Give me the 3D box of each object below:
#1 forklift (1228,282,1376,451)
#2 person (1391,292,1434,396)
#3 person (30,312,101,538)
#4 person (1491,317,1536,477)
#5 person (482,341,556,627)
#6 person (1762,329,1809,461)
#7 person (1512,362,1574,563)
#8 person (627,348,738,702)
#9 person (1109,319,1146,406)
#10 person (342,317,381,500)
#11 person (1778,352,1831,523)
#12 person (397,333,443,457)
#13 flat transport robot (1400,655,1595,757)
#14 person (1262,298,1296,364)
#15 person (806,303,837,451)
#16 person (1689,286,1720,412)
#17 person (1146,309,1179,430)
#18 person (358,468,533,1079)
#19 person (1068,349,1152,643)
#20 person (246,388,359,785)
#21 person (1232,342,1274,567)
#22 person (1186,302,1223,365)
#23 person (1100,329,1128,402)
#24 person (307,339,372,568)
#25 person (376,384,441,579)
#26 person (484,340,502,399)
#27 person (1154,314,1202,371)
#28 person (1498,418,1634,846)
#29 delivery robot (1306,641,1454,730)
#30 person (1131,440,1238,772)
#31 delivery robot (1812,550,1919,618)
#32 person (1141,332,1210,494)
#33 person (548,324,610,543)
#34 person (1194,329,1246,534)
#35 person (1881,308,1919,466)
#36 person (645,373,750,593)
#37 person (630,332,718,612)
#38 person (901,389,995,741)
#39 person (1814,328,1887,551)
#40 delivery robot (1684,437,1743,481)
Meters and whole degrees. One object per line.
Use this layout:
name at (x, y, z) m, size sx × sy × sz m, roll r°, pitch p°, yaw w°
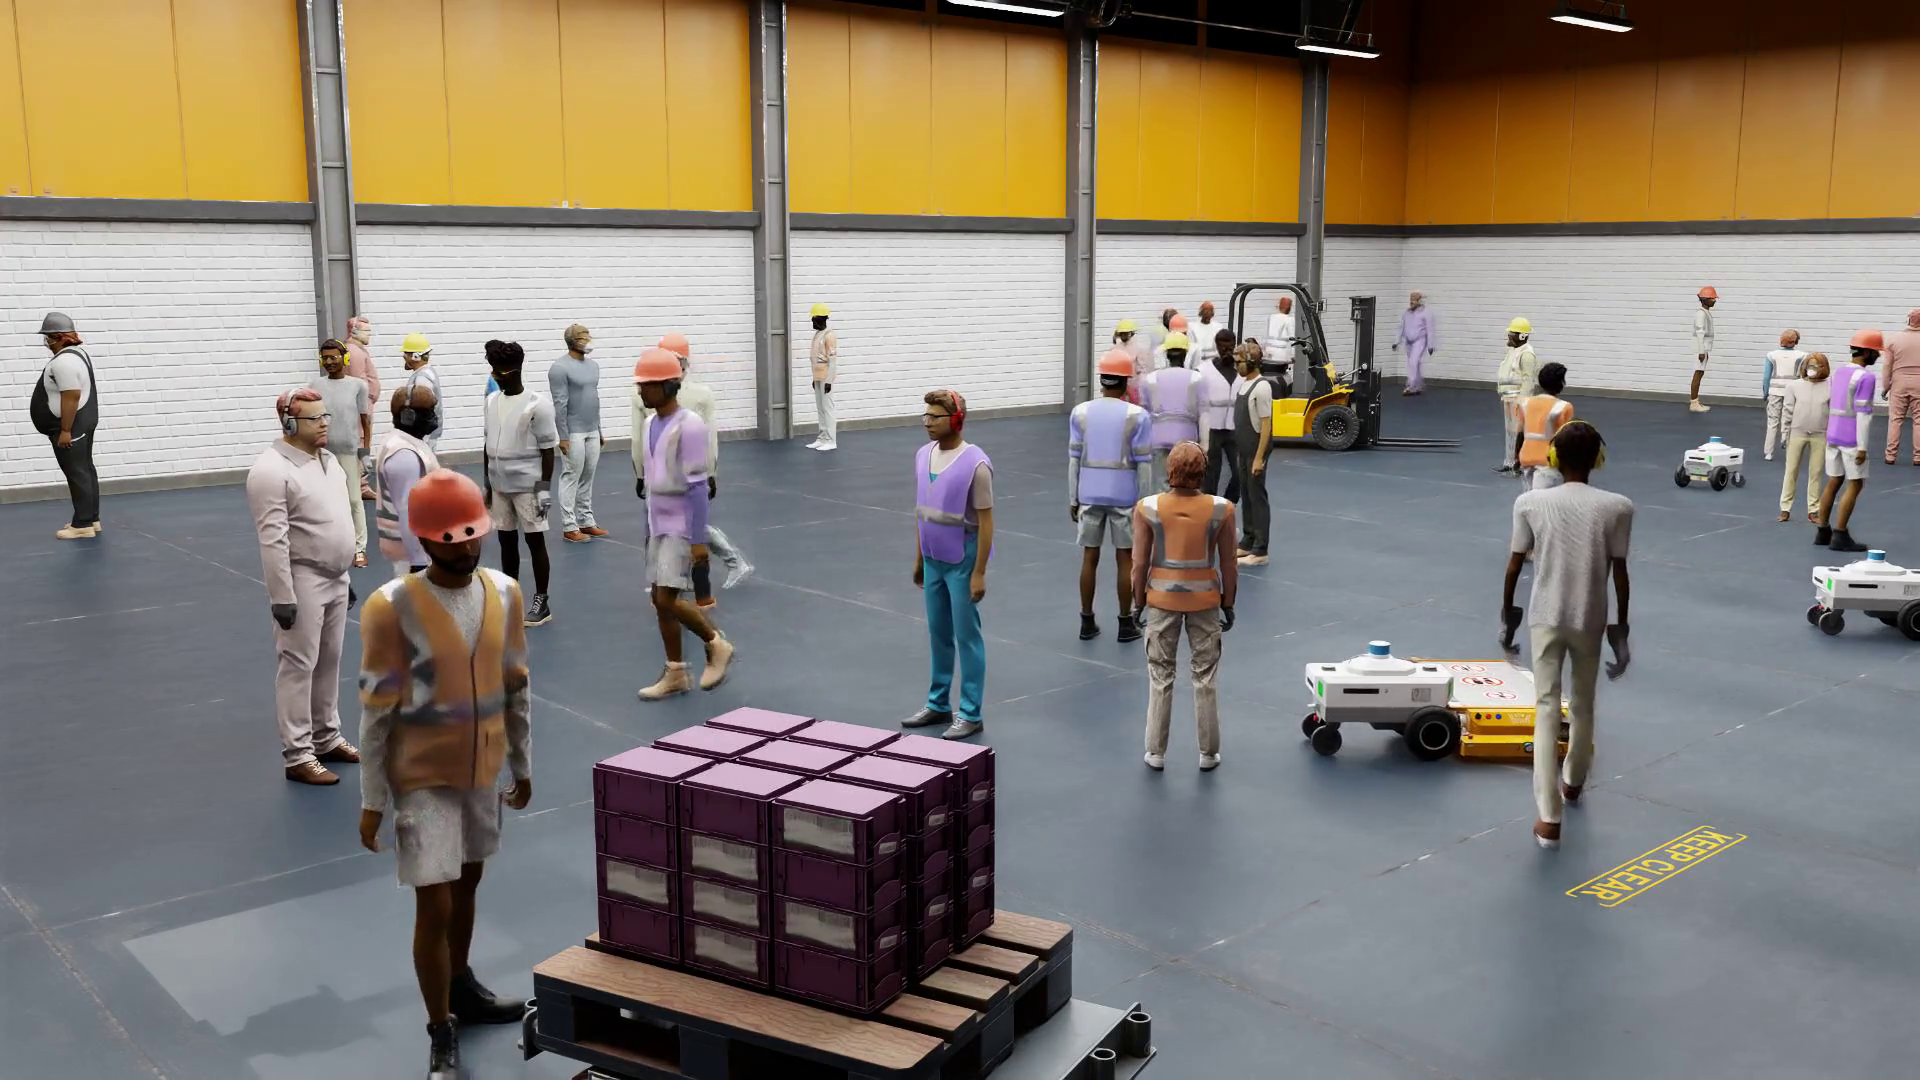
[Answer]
forklift at (4.328, -2.346, 22.227) m, size 2.313 × 2.155 × 1.214 m, roll 3°, pitch 10°, yaw 16°
person at (8.168, -3.537, 30.136) m, size 0.880 × 1.869 × 0.653 m, roll -5°, pitch 11°, yaw -27°
person at (-8.081, -1.038, 15.016) m, size 0.536 × 2.000 × 0.688 m, roll -3°, pitch 10°, yaw -16°
person at (6.392, -1.643, 19.154) m, size 0.404 × 1.837 × 0.590 m, roll 0°, pitch 10°, yaw 0°
person at (-3.050, -0.383, 11.423) m, size 0.603 × 1.958 × 0.380 m, roll 5°, pitch 11°, yaw 27°
person at (10.179, -1.776, 20.516) m, size 0.526 × 1.637 × 0.309 m, roll 7°, pitch 12°, yaw 36°
person at (4.920, -0.646, 13.847) m, size 0.868 × 1.647 × 0.549 m, roll -5°, pitch 11°, yaw -26°
person at (-1.616, -0.077, 9.430) m, size 0.494 × 2.023 × 0.635 m, roll -7°, pitch 12°, yaw -37°
person at (2.082, -1.915, 21.032) m, size 0.535 × 1.732 × 0.817 m, roll 5°, pitch 11°, yaw 26°
person at (-6.251, -1.372, 17.374) m, size 0.399 × 1.904 × 0.644 m, roll -6°, pitch 11°, yaw -29°
person at (8.075, -0.972, 15.818) m, size 0.498 × 1.633 × 0.282 m, roll 4°, pitch 11°, yaw 23°
person at (-4.960, -0.984, 15.310) m, size 0.404 × 1.831 × 0.600 m, roll -3°, pitch 10°, yaw -17°
flat transport robot at (2.853, 0.875, 8.989) m, size 0.652 × 0.197 × 1.431 m, roll 0°, pitch 10°, yaw 1°
person at (5.358, -3.124, 27.821) m, size 0.953 × 1.831 × 0.586 m, roll -6°, pitch 11°, yaw -32°
person at (-1.802, -2.135, 21.769) m, size 0.365 × 1.928 × 0.585 m, roll -5°, pitch 11°, yaw -25°
person at (12.134, -3.108, 27.133) m, size 0.375 × 2.044 × 0.607 m, roll 5°, pitch 11°, yaw 27°
person at (2.857, -2.428, 23.971) m, size 0.696 × 1.782 × 0.655 m, roll 3°, pitch 10°, yaw 19°
person at (-1.577, 0.717, 5.171) m, size 0.557 × 1.905 × 0.602 m, roll 8°, pitch 12°, yaw 38°
person at (0.987, -0.286, 10.957) m, size 0.557 × 1.928 × 0.396 m, roll 3°, pitch 10°, yaw 19°
person at (-3.133, 0.215, 8.076) m, size 0.408 × 1.908 × 0.643 m, roll 1°, pitch 10°, yaw 7°
person at (2.384, -0.700, 13.635) m, size 0.350 × 1.836 × 0.505 m, roll -1°, pitch 10°, yaw -8°
person at (3.661, -2.637, 24.978) m, size 0.595 × 1.830 × 1.005 m, roll 0°, pitch 10°, yaw -1°
person at (2.204, -2.128, 22.761) m, size 0.523 × 1.580 × 0.903 m, roll 7°, pitch 12°, yaw 35°
person at (-5.051, -0.698, 13.528) m, size 0.513 × 1.872 × 0.328 m, roll -1°, pitch 10°, yaw -7°
person at (-2.969, 0.065, 9.143) m, size 0.429 × 1.840 × 0.636 m, roll -3°, pitch 10°, yaw -18°
person at (-4.639, -1.182, 16.863) m, size 0.321 × 1.696 × 0.537 m, roll 0°, pitch 10°, yaw -3°
person at (2.466, -1.610, 18.825) m, size 0.539 × 1.873 × 0.962 m, roll 1°, pitch 10°, yaw 6°
person at (2.686, 0.371, 7.412) m, size 0.540 × 1.818 × 0.960 m, roll 3°, pitch 10°, yaw 16°
delivery robot at (2.146, 0.763, 8.544) m, size 0.707 × 0.478 × 0.477 m, roll 0°, pitch 10°, yaw 1°
person at (1.099, 0.331, 8.173) m, size 0.524 × 1.639 × 0.306 m, roll 1°, pitch 10°, yaw 5°
delivery robot at (6.145, 0.311, 11.186) m, size 0.707 × 0.478 × 0.477 m, roll 2°, pitch 10°, yaw 10°
person at (1.865, -0.852, 14.382) m, size 0.593 × 1.874 × 0.973 m, roll 2°, pitch 10°, yaw 12°
person at (-3.380, -0.949, 14.797) m, size 0.372 × 1.940 × 0.630 m, roll 4°, pitch 10°, yaw 21°
person at (2.383, -0.964, 15.032) m, size 0.664 × 1.884 × 0.470 m, roll -3°, pitch 10°, yaw -18°
person at (11.527, -1.847, 20.147) m, size 0.651 × 1.907 × 0.409 m, roll 6°, pitch 11°, yaw 32°
person at (-1.983, -0.438, 12.492) m, size 0.721 × 1.705 × 0.485 m, roll 0°, pitch 10°, yaw 1°
person at (-2.027, -0.476, 11.861) m, size 0.612 × 1.994 × 0.395 m, roll 0°, pitch 10°, yaw -3°
person at (-0.033, 0.124, 8.782) m, size 0.396 × 1.847 × 0.565 m, roll -7°, pitch 12°, yaw -37°
person at (7.711, -0.867, 14.369) m, size 0.397 × 1.926 × 0.566 m, roll 0°, pitch 10°, yaw -2°
delivery robot at (8.256, -0.889, 18.215) m, size 0.707 × 0.478 × 0.477 m, roll -7°, pitch 12°, yaw -37°
